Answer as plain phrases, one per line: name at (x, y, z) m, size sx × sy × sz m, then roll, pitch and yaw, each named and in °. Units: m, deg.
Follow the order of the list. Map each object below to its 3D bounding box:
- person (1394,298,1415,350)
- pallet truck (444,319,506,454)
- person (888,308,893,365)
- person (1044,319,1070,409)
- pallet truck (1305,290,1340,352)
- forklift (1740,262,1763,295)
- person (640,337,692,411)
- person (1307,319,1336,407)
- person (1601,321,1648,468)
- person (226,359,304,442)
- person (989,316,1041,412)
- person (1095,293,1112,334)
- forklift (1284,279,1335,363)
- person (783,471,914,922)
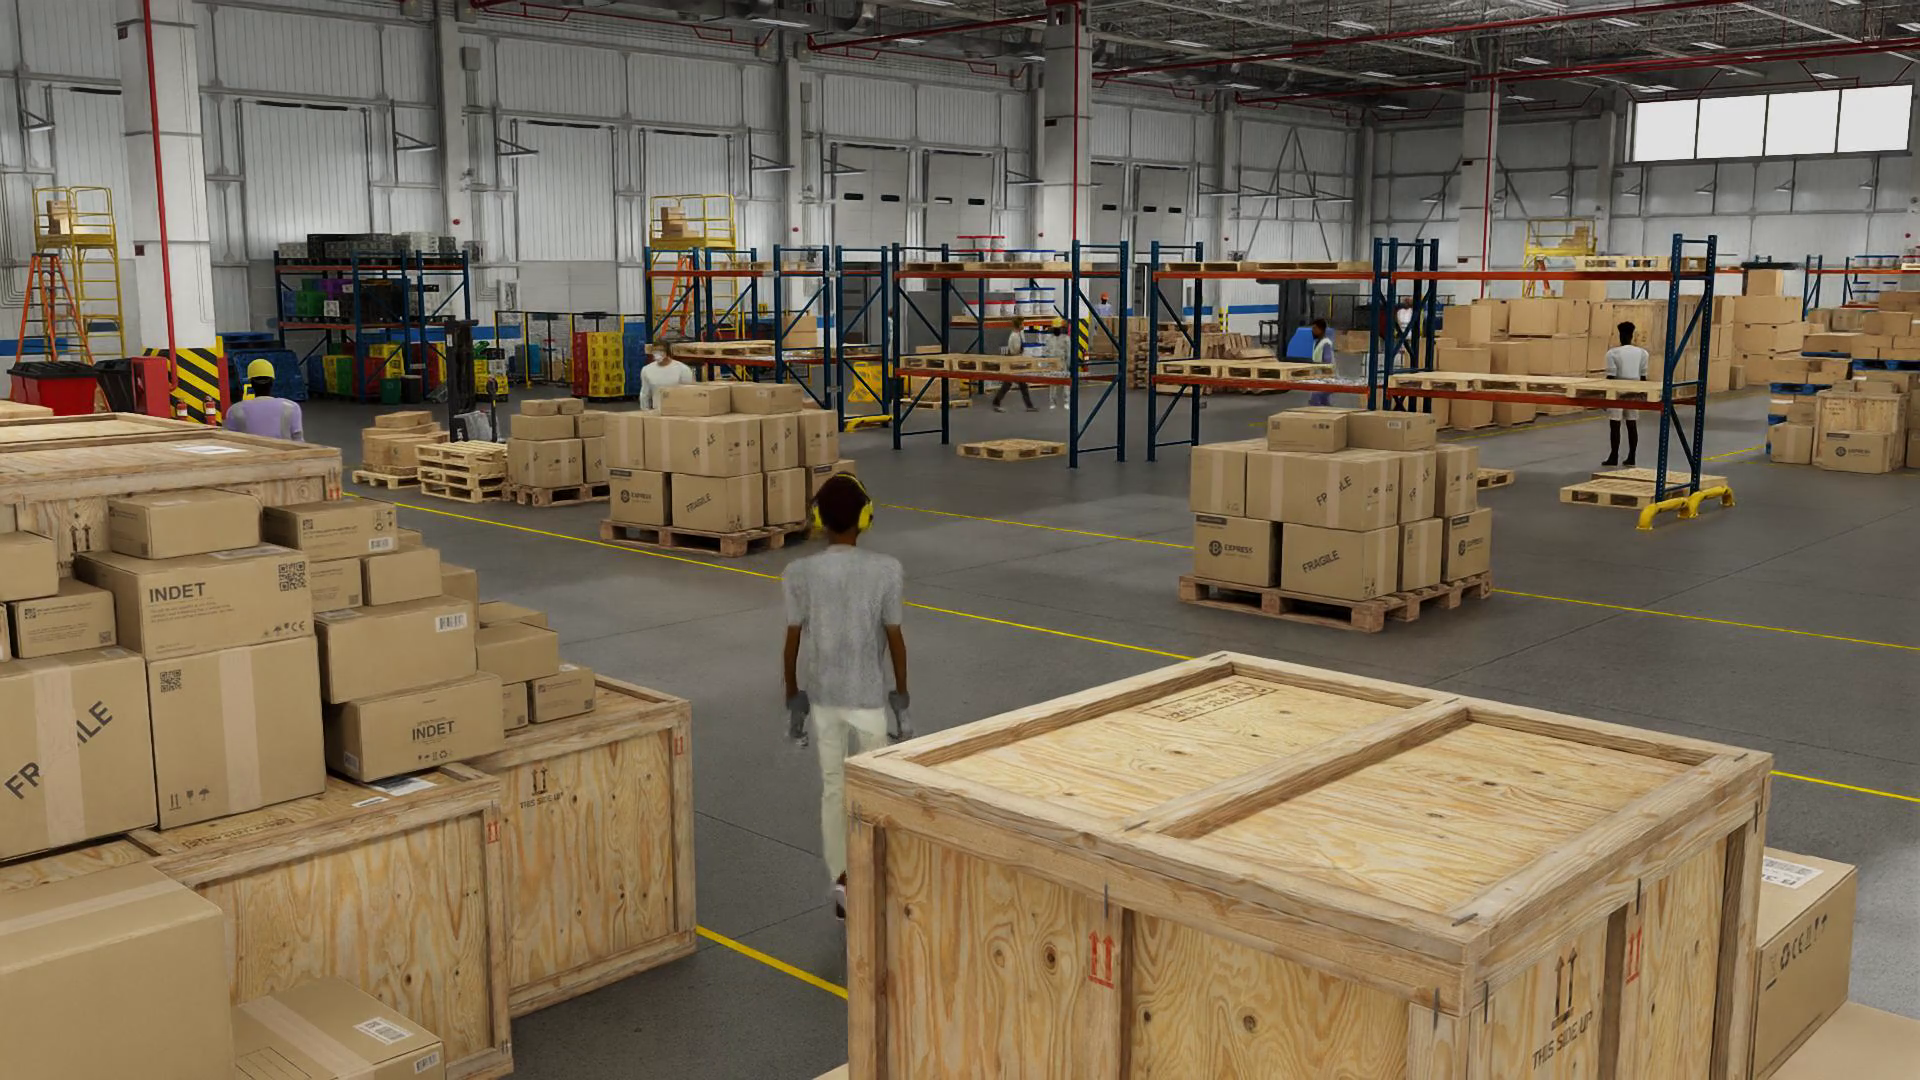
person at (12.262, -5.734, 45.798) m, size 0.449 × 1.867 × 0.619 m, roll -8°, pitch 12°, yaw -42°
pallet truck at (-6.981, -1.942, 22.150) m, size 1.885 × 1.965 × 0.823 m, roll 1°, pitch 9°, yaw 9°
person at (-1.824, -5.284, 43.765) m, size 0.314 × 1.634 × 0.516 m, roll 3°, pitch 10°, yaw 17°
person at (1.841, -3.326, 31.501) m, size 0.498 × 1.718 × 0.421 m, roll 2°, pitch 9°, yaw 11°
pallet truck at (11.297, -6.951, 52.861) m, size 1.885 × 1.965 × 0.823 m, roll -5°, pitch 11°, yaw -29°
forklift at (20.954, -5.976, 44.185) m, size 1.873 × 2.768 × 1.129 m, roll 7°, pitch 12°, yaw 36°
person at (-3.355, -1.412, 19.259) m, size 0.646 × 1.891 × 0.972 m, roll 3°, pitch 10°, yaw 19°
person at (5.465, -2.468, 25.751) m, size 0.937 × 1.875 × 0.614 m, roll 0°, pitch 9°, yaw 1°
person at (8.854, -1.935, 22.203) m, size 0.613 × 1.962 × 0.361 m, roll -2°, pitch 9°, yaw -10°
person at (-5.750, -0.541, 13.828) m, size 0.590 × 1.915 × 0.396 m, roll -3°, pitch 10°, yaw -17°
person at (0.990, -3.258, 30.861) m, size 0.945 × 1.805 × 0.549 m, roll 0°, pitch 9°, yaw 0°
person at (4.425, -6.659, 51.294) m, size 0.543 × 1.929 × 0.384 m, roll -1°, pitch 9°, yaw -4°
forklift at (9.036, -6.034, 44.542) m, size 1.873 × 2.768 × 1.129 m, roll 4°, pitch 10°, yaw 25°
person at (-0.452, 0.654, 6.647) m, size 0.538 × 1.860 × 0.506 m, roll 2°, pitch 9°, yaw 11°
